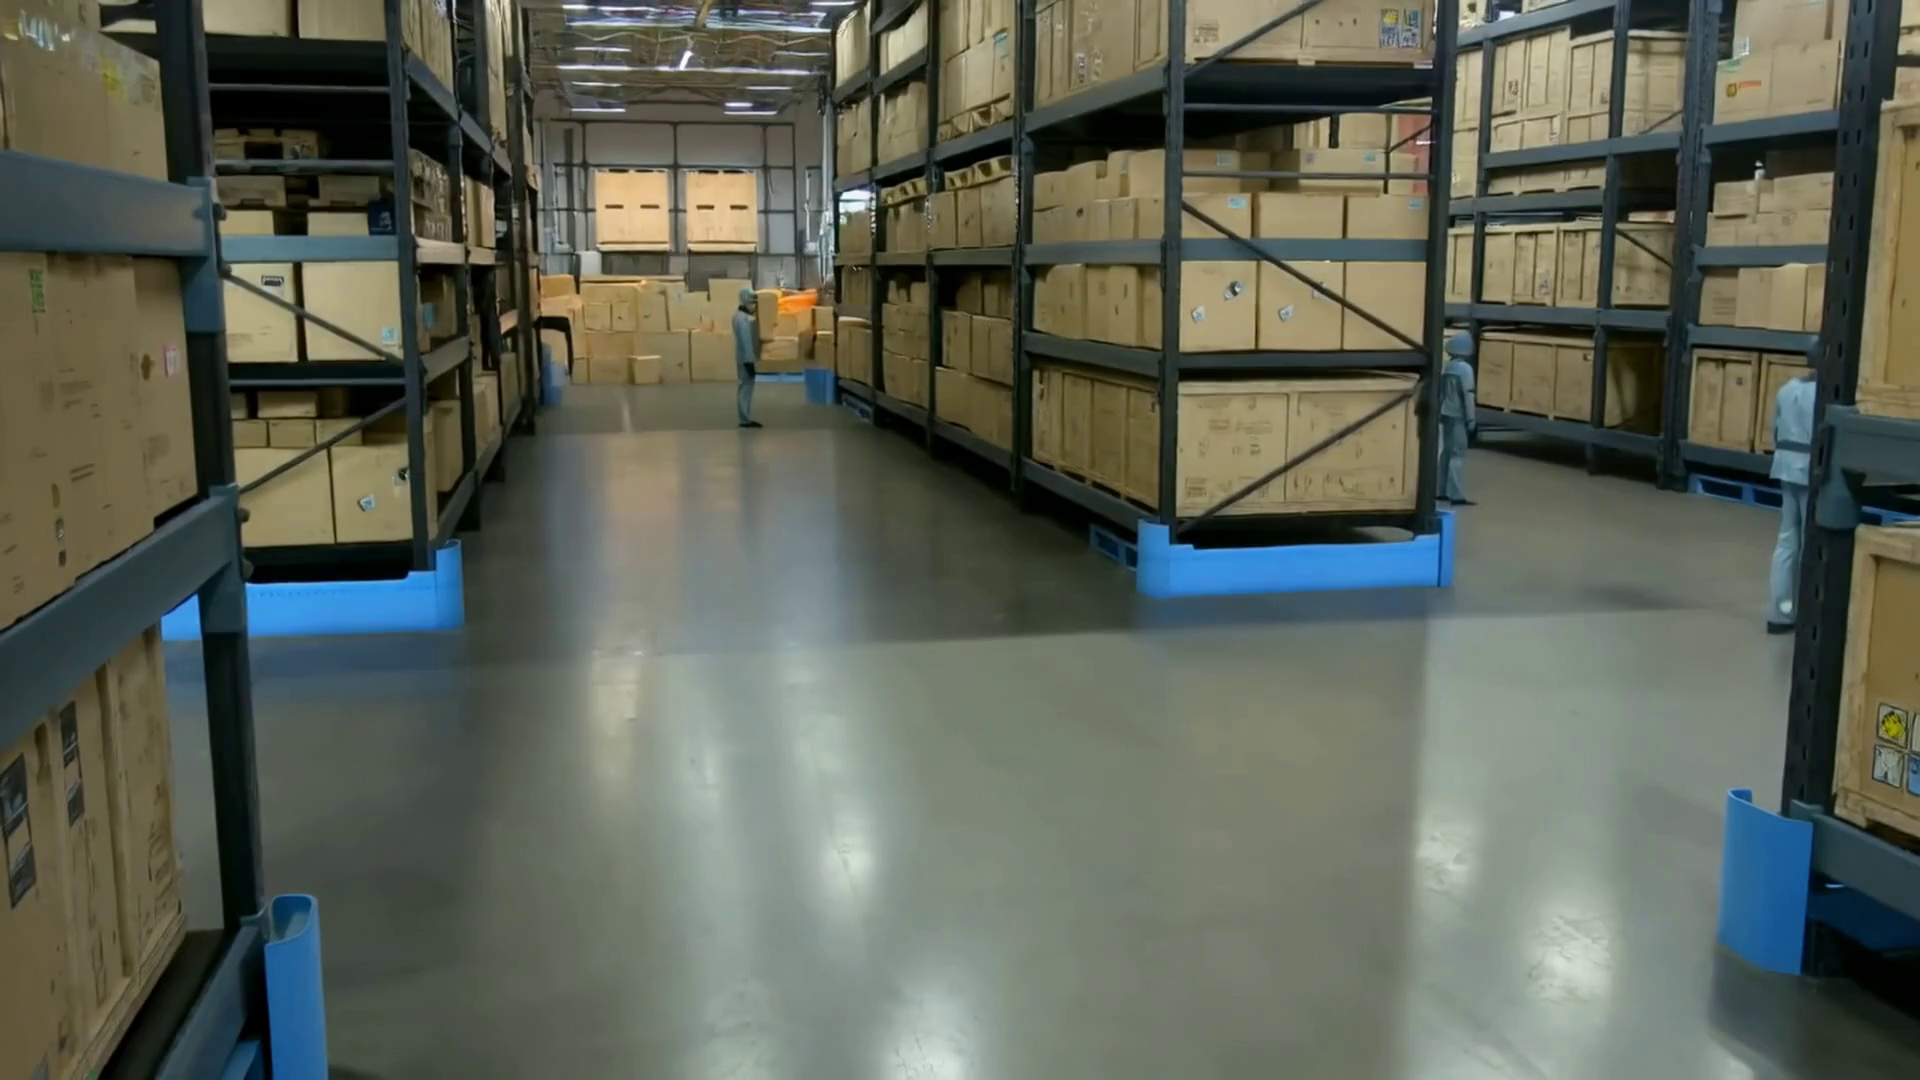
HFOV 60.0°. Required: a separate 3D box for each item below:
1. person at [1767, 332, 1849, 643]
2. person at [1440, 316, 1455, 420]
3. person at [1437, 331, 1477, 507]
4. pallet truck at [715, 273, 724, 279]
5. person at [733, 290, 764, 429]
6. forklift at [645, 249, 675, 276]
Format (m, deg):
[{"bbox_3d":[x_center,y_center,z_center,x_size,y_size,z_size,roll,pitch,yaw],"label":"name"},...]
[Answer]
[{"bbox_3d":[5.041,-0.312,9.873,0.390,1.846,0.564,-2,10,-12],"label":"person"},{"bbox_3d":[6.921,-2.488,23.764,0.308,1.640,0.510,-2,10,-12],"label":"person"},{"bbox_3d":[4.634,-1.124,15.470,0.284,1.633,0.497,-2,10,-12],"label":"person"},{"bbox_3d":[-8.580,-8.986,62.280,1.885,1.965,0.823,1,9,5],"label":"pallet truck"},{"bbox_3d":[-2.922,-2.492,22.975,0.409,1.909,0.640,-2,10,-12],"label":"person"},{"bbox_3d":[-10.024,-8.361,55.787,1.129,2.768,1.873,-7,12,-38],"label":"forklift"}]
